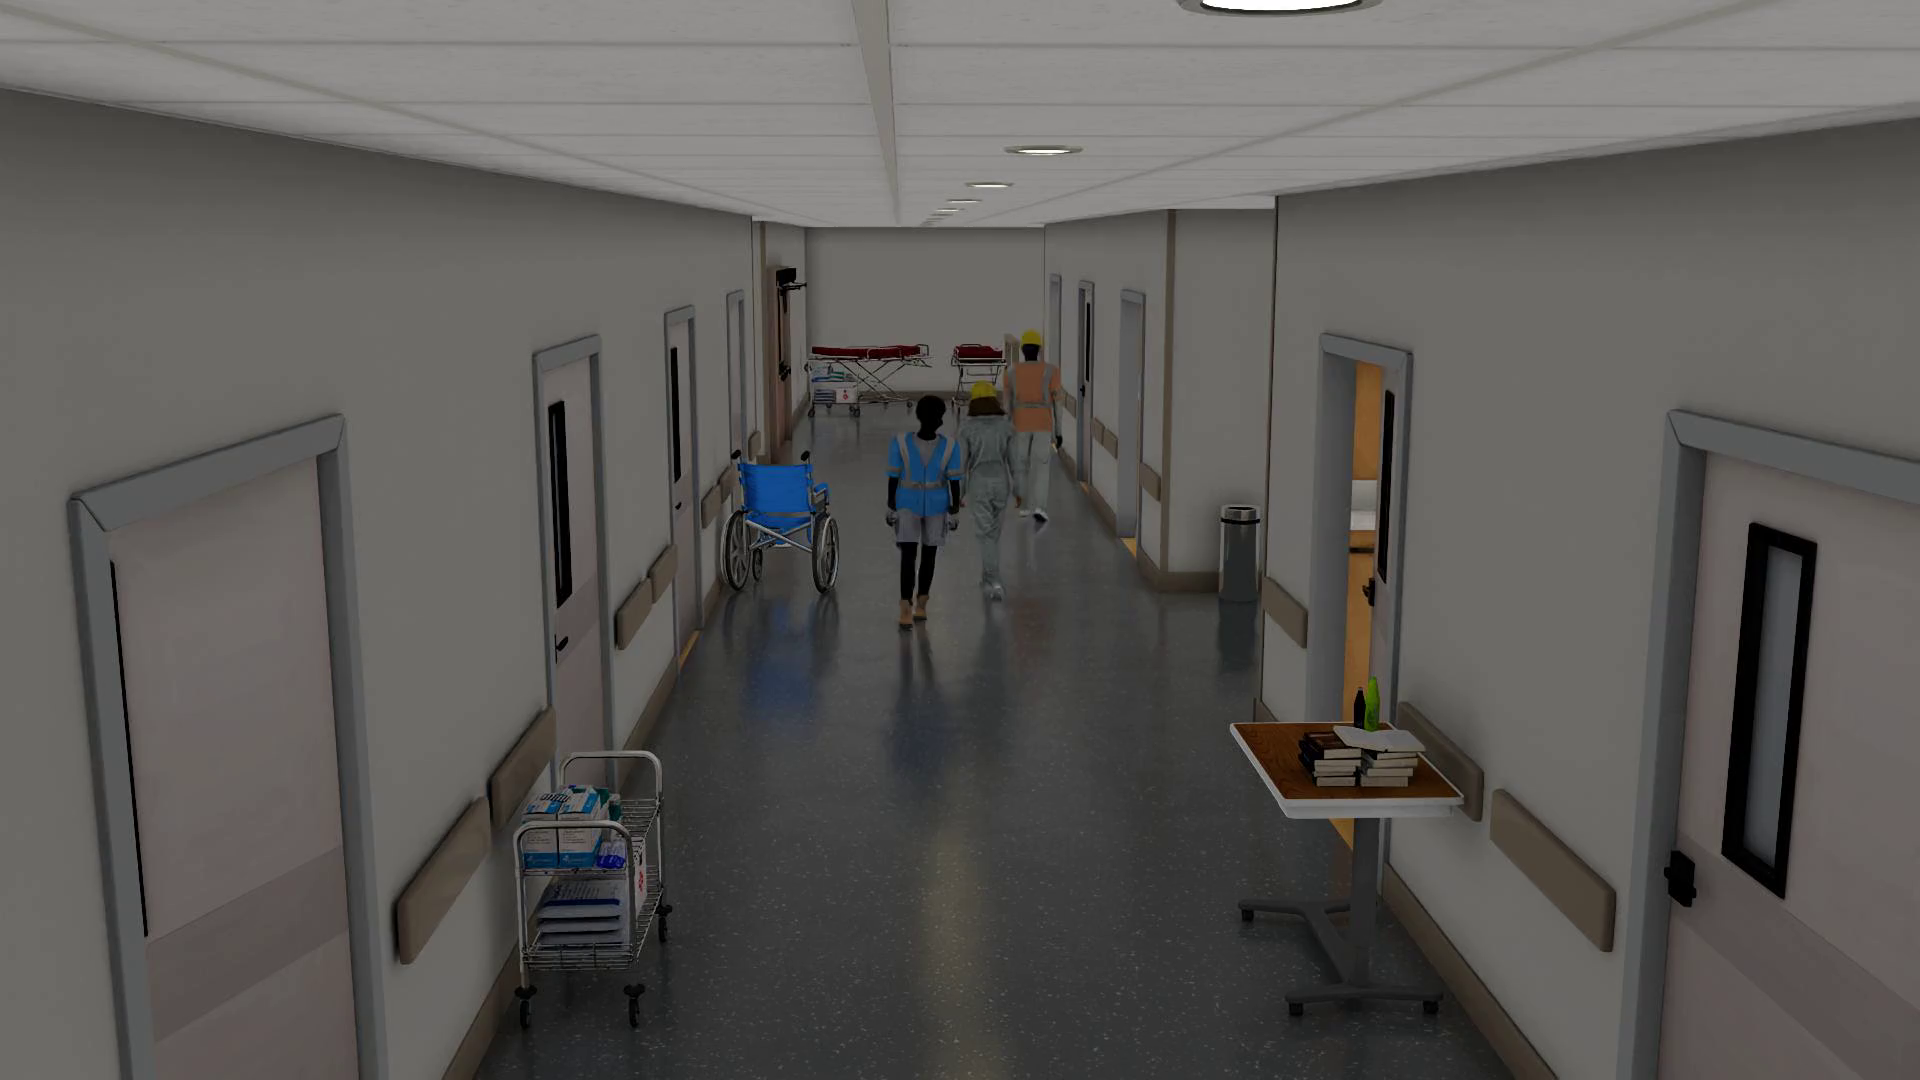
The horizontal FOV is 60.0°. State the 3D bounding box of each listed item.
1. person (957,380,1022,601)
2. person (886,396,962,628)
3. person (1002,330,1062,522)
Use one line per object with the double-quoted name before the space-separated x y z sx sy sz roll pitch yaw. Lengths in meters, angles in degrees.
"person" 0.238 -0.395 13.004 0.492 1.699 0.858 -3 11 -16
"person" -0.250 -0.201 11.977 0.552 1.668 0.701 -1 10 -6
"person" 0.702 -1.122 16.608 0.603 1.898 0.808 2 10 12
